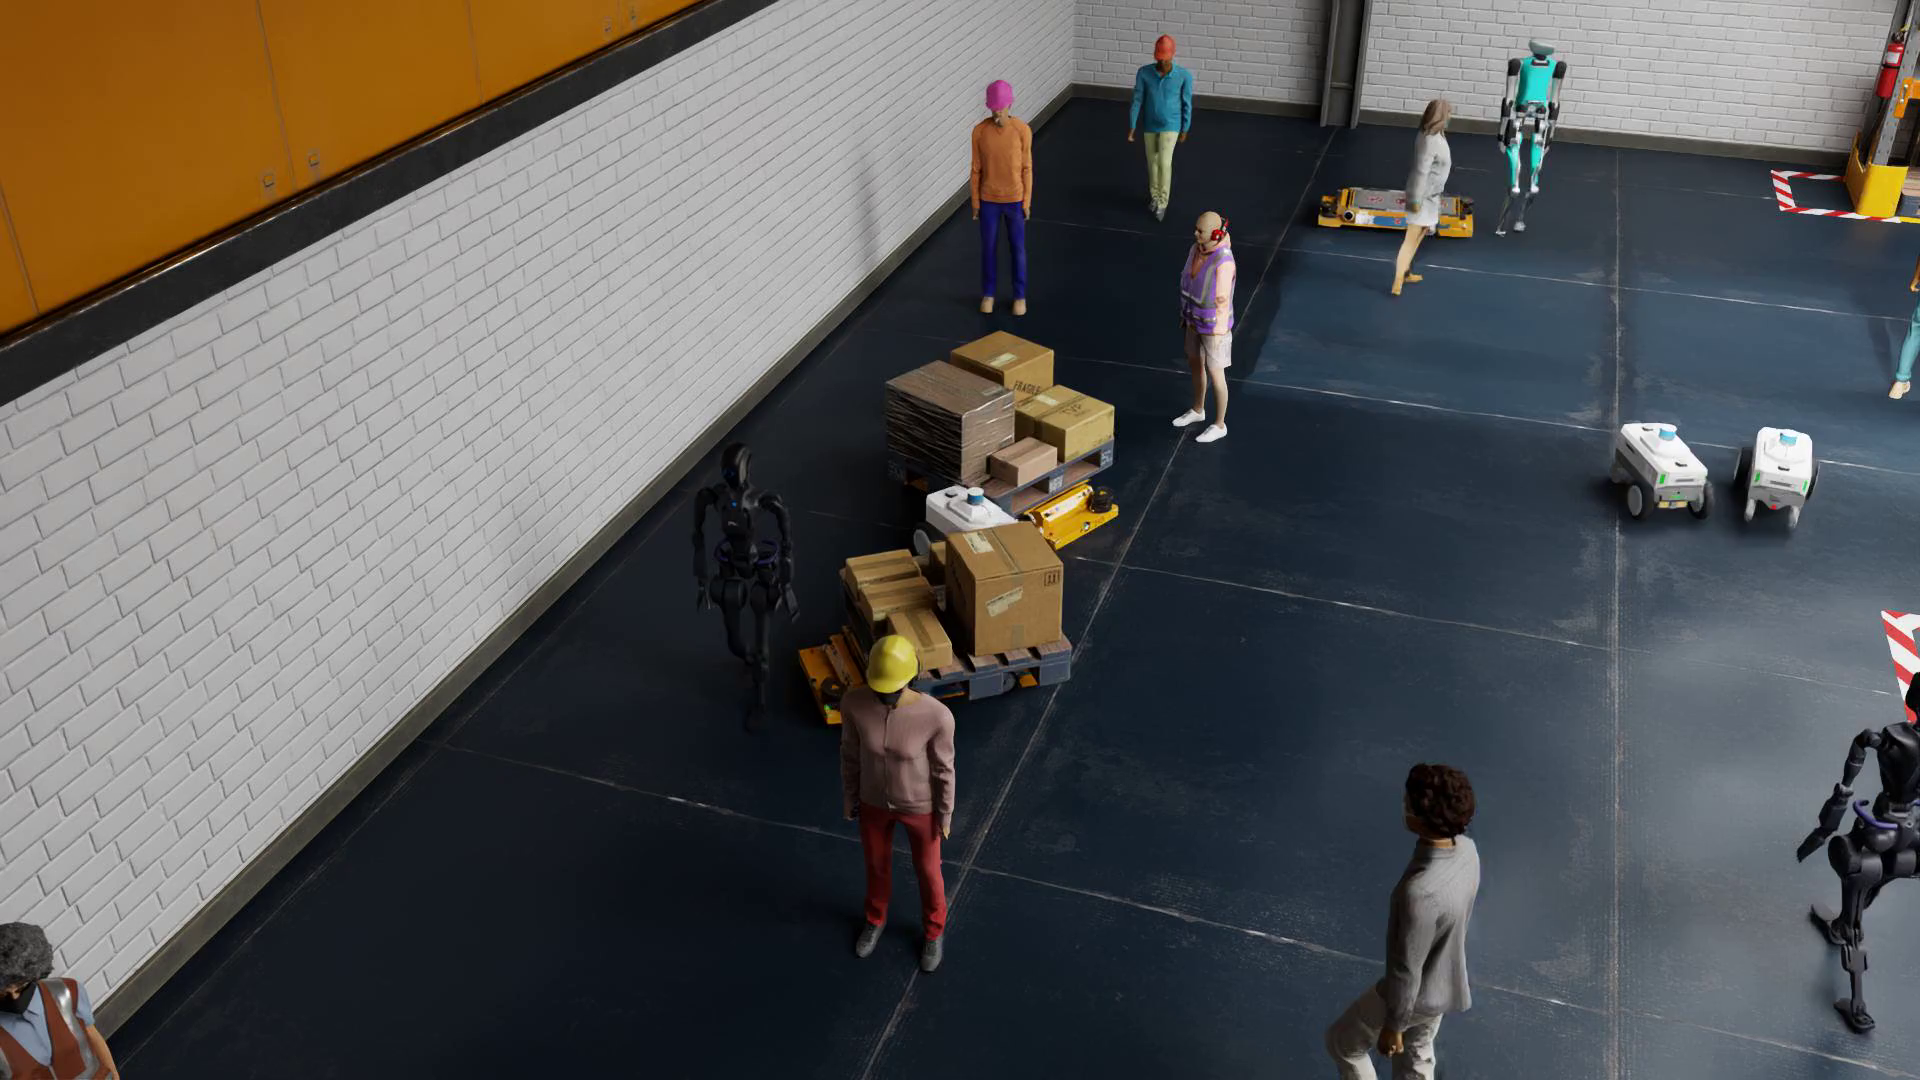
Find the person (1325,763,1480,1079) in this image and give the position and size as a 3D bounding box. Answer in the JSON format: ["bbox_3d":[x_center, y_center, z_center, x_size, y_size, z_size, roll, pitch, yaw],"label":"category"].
[{"bbox_3d":[1.670,1.636,6.249,0.532,1.880,0.559,24,38,35],"label":"person"}]

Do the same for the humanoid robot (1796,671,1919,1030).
[{"bbox_3d":[3.959,1.269,7.139,0.590,1.631,0.783,-1,30,-2],"label":"humanoid robot"}]

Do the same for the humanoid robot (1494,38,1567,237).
[{"bbox_3d":[5.307,-3.672,15.453,0.546,1.804,0.796,1,30,1],"label":"humanoid robot"}]

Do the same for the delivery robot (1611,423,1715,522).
[{"bbox_3d":[4.701,-0.472,11.152,0.499,0.601,0.775,-2,31,-3],"label":"delivery robot"}]

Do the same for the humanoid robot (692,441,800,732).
[{"bbox_3d":[-1.141,0.209,8.913,0.588,1.646,0.664,5,31,8],"label":"humanoid robot"}]

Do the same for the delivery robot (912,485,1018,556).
[{"bbox_3d":[0.090,-0.061,10.439,0.517,0.586,0.757,-20,36,-30],"label":"delivery robot"}]

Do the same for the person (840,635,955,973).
[{"bbox_3d":[-0.274,1.144,7.212,0.519,1.758,0.342,9,32,14],"label":"person"}]

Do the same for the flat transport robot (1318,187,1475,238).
[{"bbox_3d":[4.194,-3.151,15.986,1.431,0.231,0.659,7,31,13],"label":"flat transport robot"}]

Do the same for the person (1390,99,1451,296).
[{"bbox_3d":[3.965,-2.918,14.244,0.346,1.639,0.655,14,33,22],"label":"person"}]

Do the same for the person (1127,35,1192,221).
[{"bbox_3d":[1.881,-3.940,15.888,0.555,1.720,0.693,14,33,22],"label":"person"}]

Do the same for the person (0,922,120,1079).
[{"bbox_3d":[-3.137,2.009,5.801,0.303,1.688,0.456,24,38,34],"label":"person"}]

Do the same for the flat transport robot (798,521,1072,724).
[{"bbox_3d":[-0.150,0.673,9.481,1.431,0.231,0.659,-10,32,-16],"label":"flat transport robot"}]

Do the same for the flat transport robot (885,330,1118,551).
[{"bbox_3d":[0.311,-0.358,11.234,1.431,0.231,0.659,26,39,37],"label":"flat transport robot"}]

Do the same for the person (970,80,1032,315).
[{"bbox_3d":[0.339,-2.827,13.760,0.516,1.975,0.402,3,31,5],"label":"person"}]

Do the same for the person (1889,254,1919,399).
[{"bbox_3d":[7.294,-1.883,12.252,0.535,1.865,0.373,27,40,37],"label":"person"}]

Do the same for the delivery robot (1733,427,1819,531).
[{"bbox_3d":[5.475,-0.467,11.109,0.499,0.565,0.745,13,33,21],"label":"delivery robot"}]

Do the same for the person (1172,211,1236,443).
[{"bbox_3d":[1.748,-1.522,11.819,0.353,1.685,0.486,-15,34,-24],"label":"person"}]
